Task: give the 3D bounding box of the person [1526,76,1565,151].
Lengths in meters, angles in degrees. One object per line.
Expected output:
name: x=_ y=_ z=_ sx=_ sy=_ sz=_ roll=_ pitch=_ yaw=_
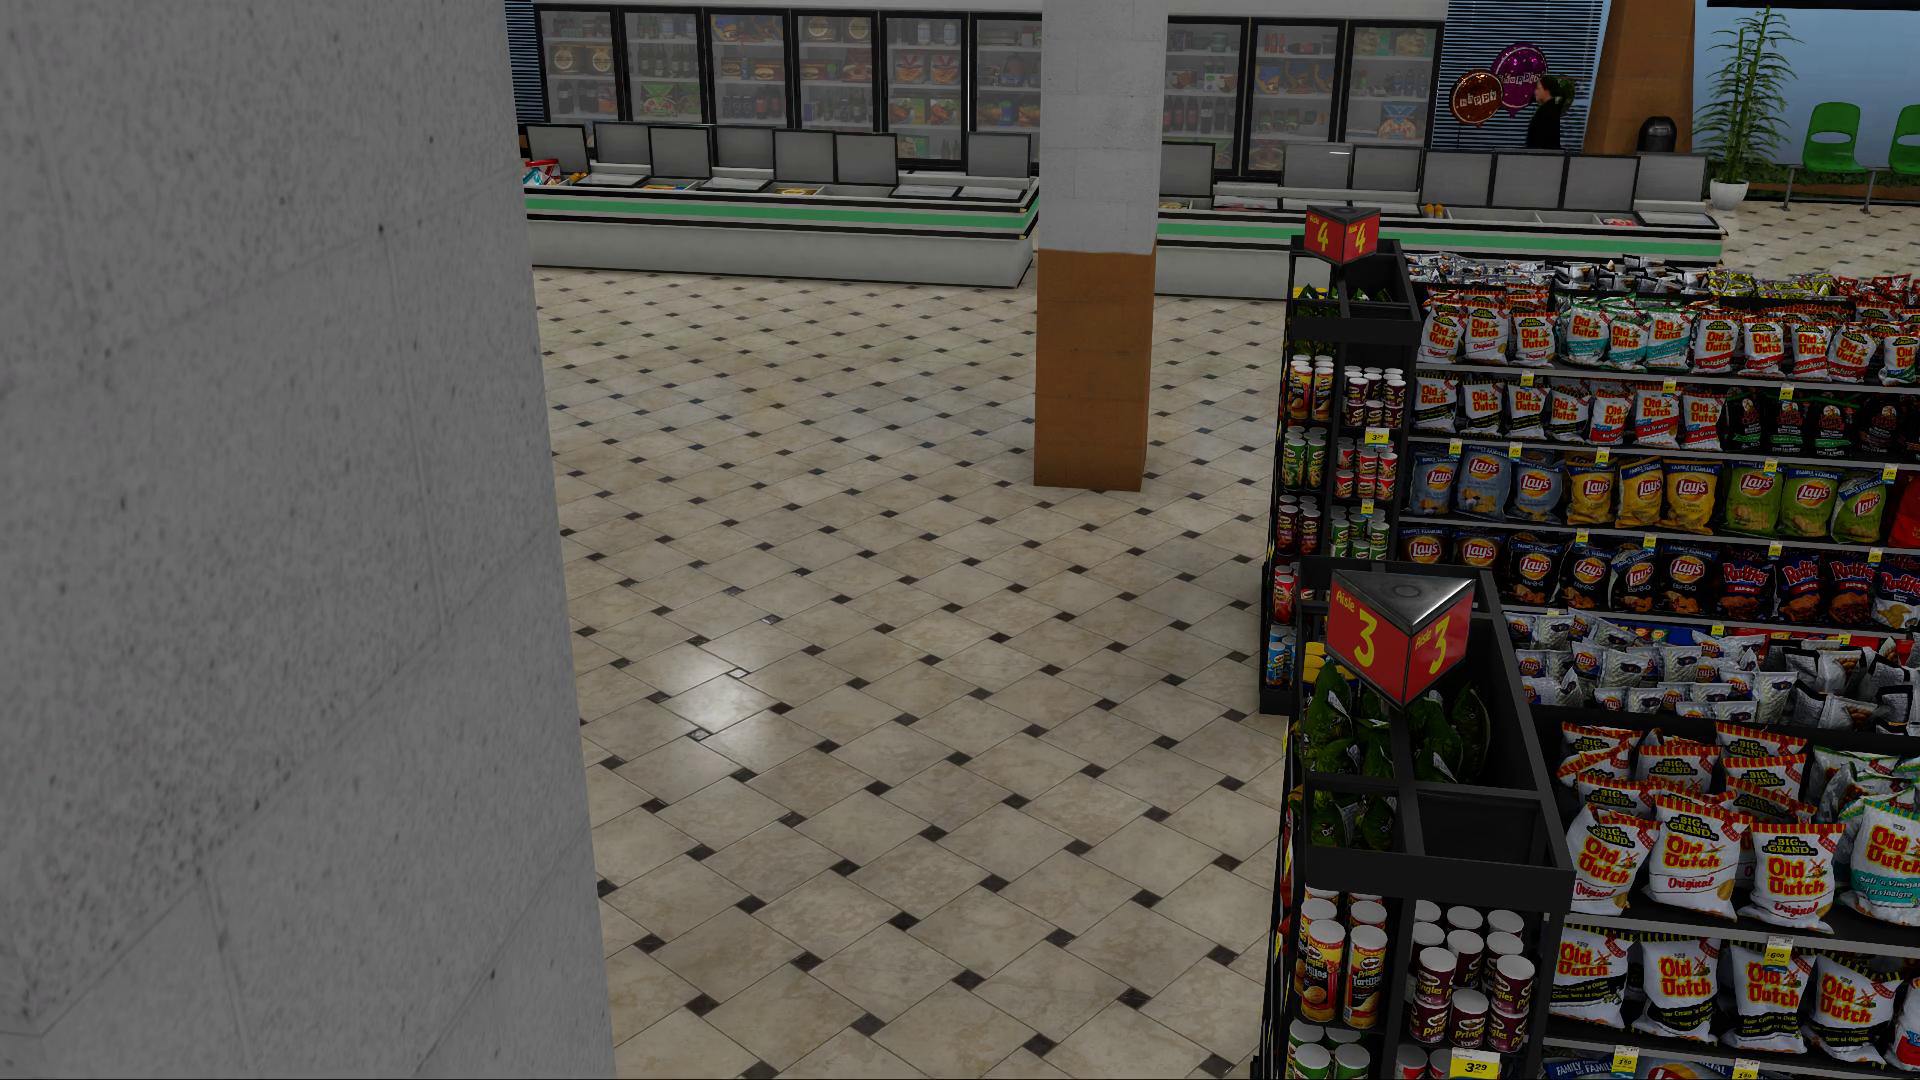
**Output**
person: x=5.729 y=-3.609 z=16.144 sx=0.858 sy=1.698 sz=0.733 roll=9 pitch=25 yaw=20
